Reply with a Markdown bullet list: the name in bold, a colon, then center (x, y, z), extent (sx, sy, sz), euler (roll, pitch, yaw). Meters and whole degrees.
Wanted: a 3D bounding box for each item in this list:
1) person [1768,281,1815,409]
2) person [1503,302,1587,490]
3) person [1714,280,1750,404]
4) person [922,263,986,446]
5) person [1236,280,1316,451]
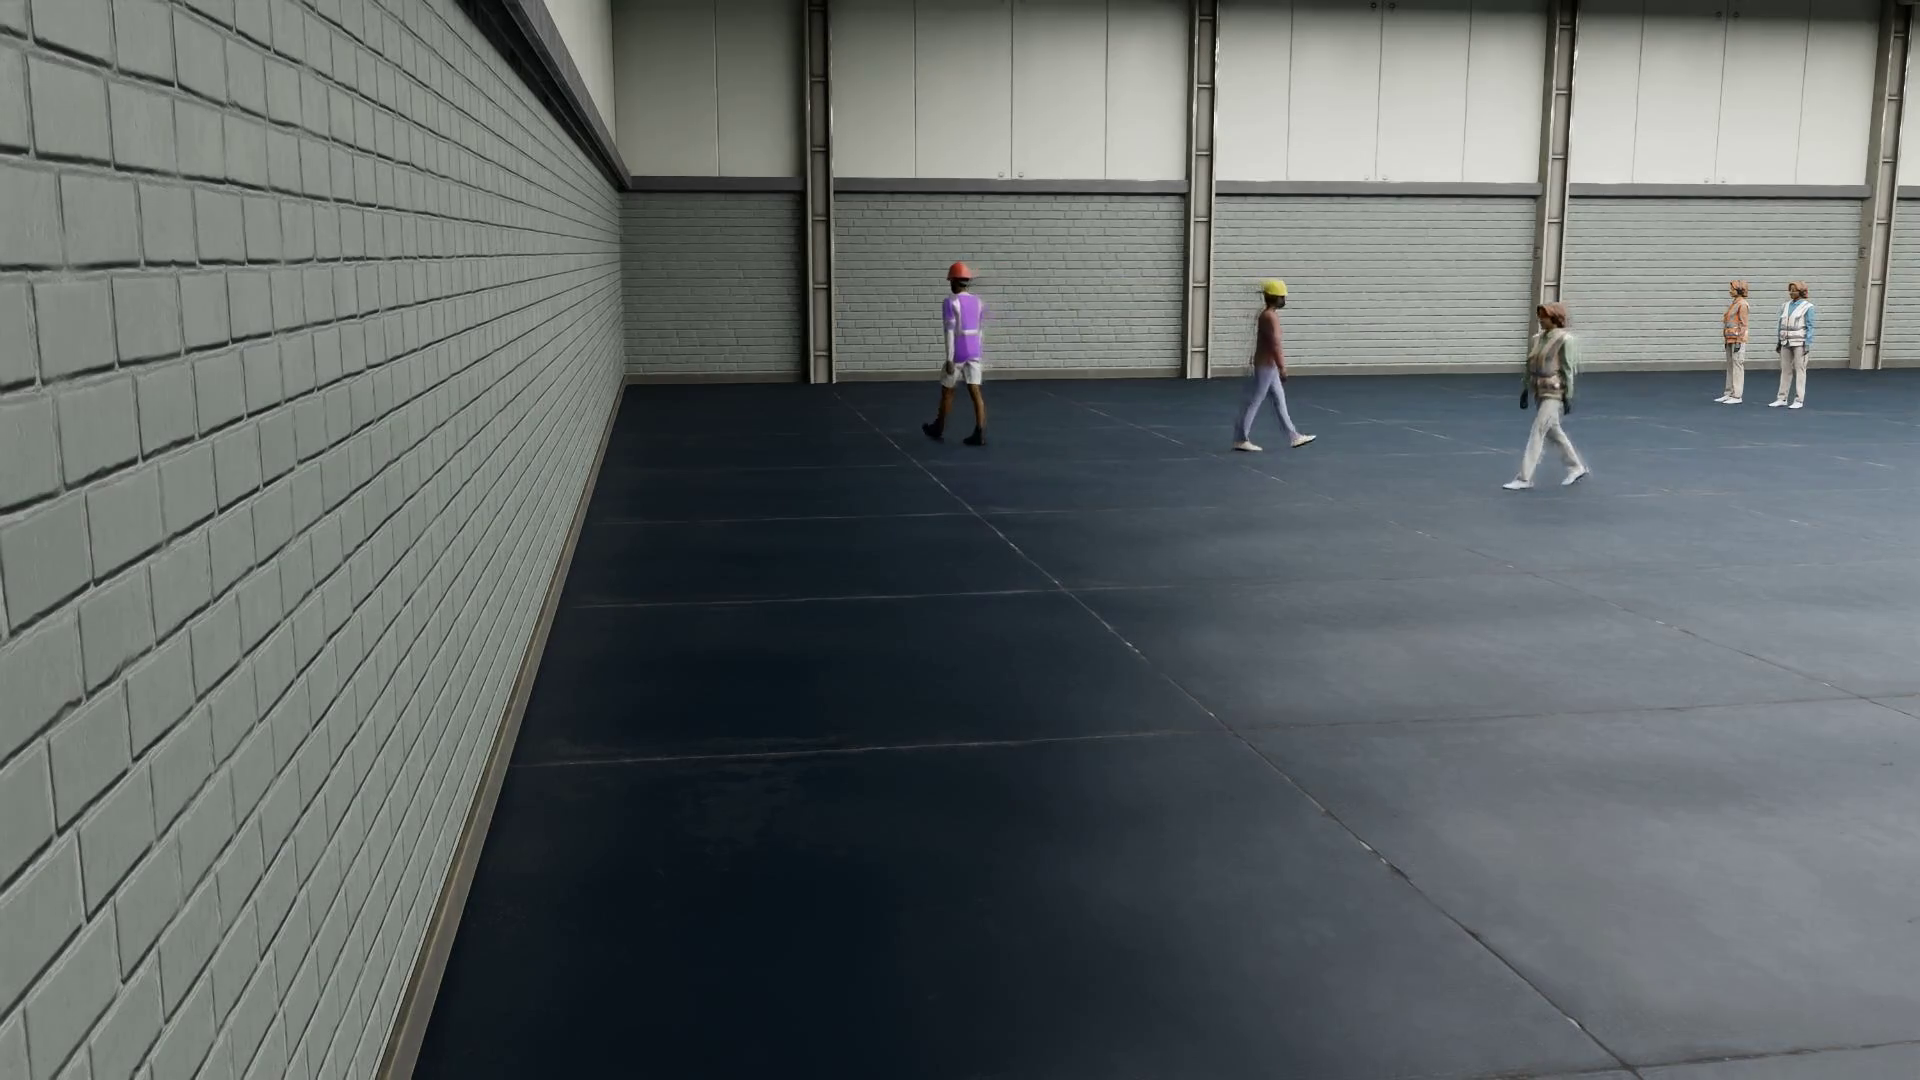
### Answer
- **person**: center (10.767, -2.515, 21.471), extent (0.313, 1.642, 0.513), euler (-4, 10, -20)
- **person**: center (5.060, -1.237, 14.231), extent (0.846, 1.598, 0.529), euler (-3, 10, -15)
- **person**: center (10.315, -2.629, 22.132), extent (0.307, 1.641, 0.513), euler (1, 10, 7)
- **person**: center (-0.025, -1.955, 17.517), extent (0.568, 1.889, 0.960), euler (-7, 12, -37)
- **person**: center (3.207, -1.746, 16.785), extent (0.876, 1.719, 0.552), euler (1, 10, 4)
